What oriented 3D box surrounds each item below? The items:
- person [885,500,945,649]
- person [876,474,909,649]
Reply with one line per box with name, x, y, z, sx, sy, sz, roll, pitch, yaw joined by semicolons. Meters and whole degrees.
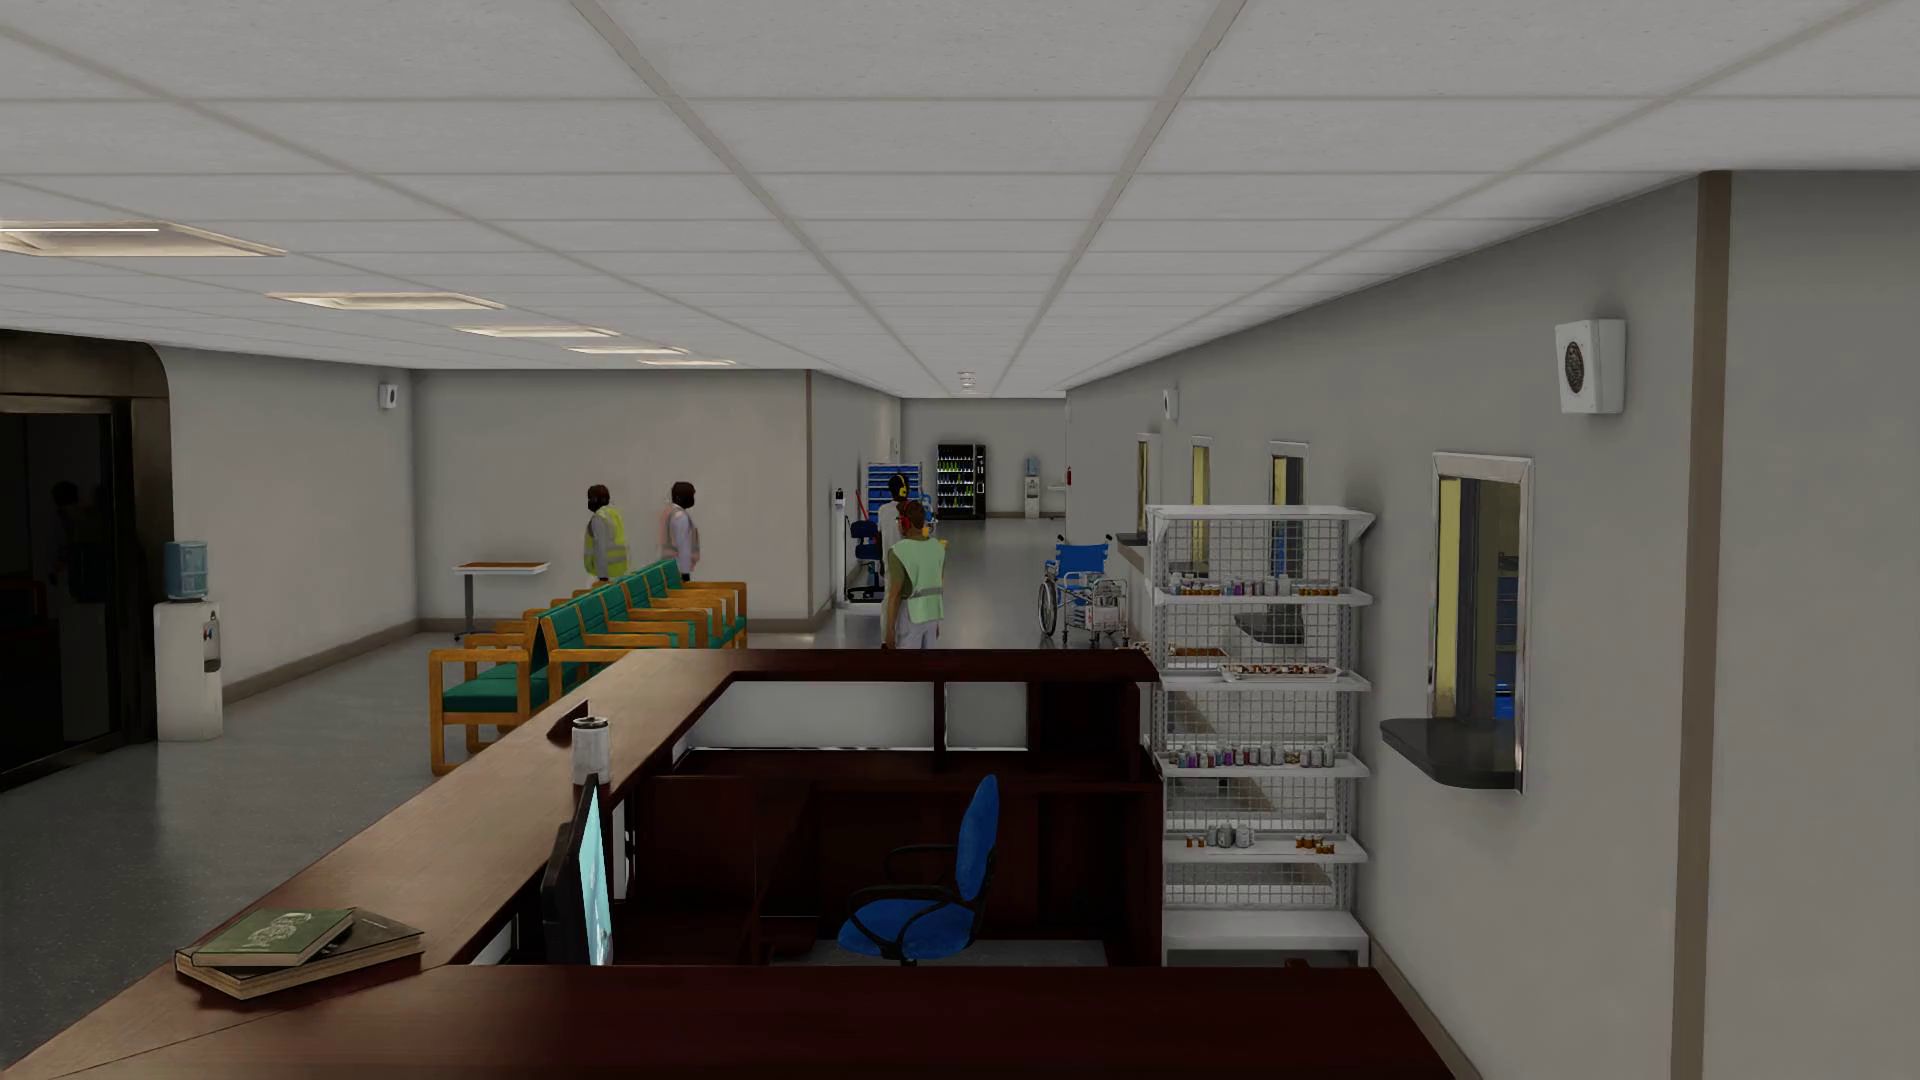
person;-0.319;0.623;12.368;0.388;1.838;0.562;3;5;39
person;-0.655;0.248;17.370;0.513;1.872;0.331;4;6;44
